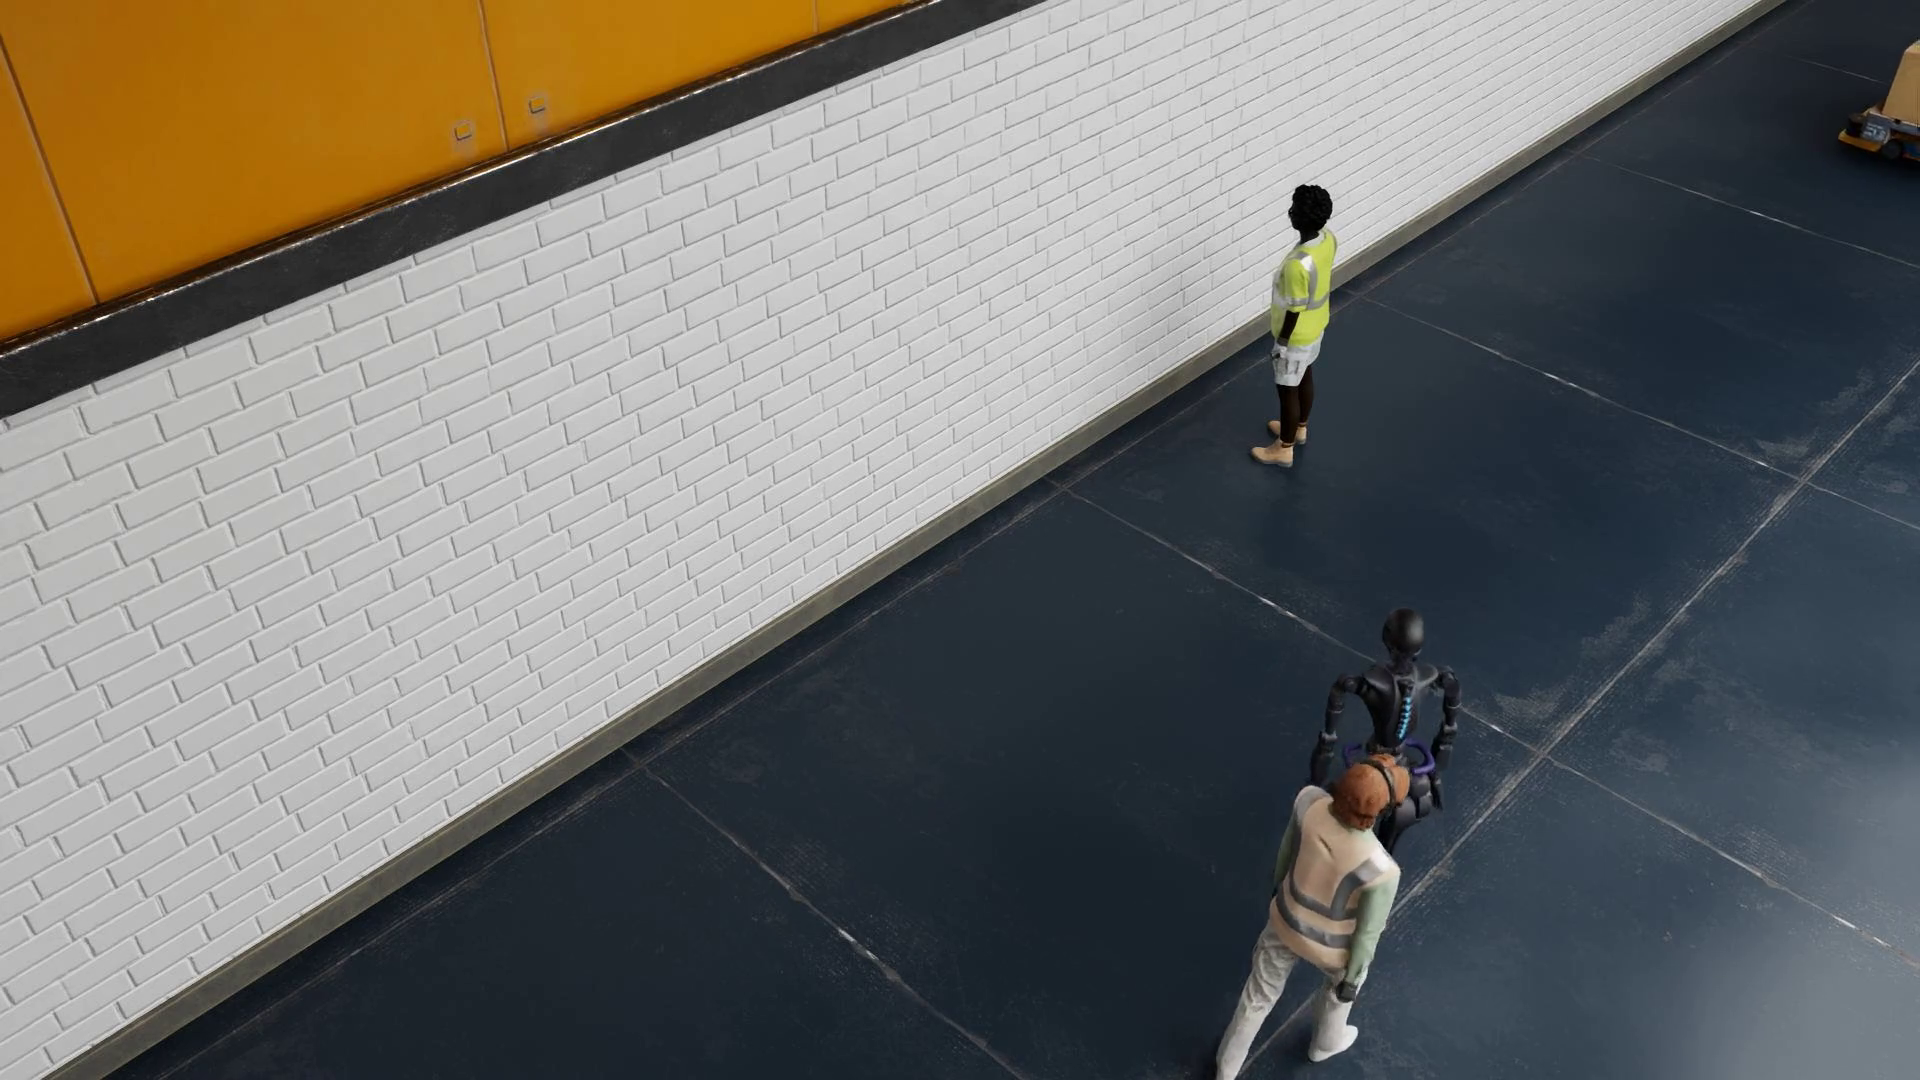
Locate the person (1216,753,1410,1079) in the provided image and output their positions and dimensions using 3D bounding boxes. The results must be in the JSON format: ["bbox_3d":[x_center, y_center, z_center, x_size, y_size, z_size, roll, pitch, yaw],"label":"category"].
[{"bbox_3d":[1.270,1.438,6.073,0.626,1.583,0.540,-26,45,-29],"label":"person"}]

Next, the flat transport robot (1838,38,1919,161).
[{"bbox_3d":[7.557,-3.010,12.683,1.431,0.231,0.659,30,47,32],"label":"flat transport robot"}]

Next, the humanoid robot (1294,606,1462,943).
[{"bbox_3d":[1.653,0.965,6.590,0.600,1.640,0.387,-3,39,-4],"label":"humanoid robot"}]

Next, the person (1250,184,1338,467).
[{"bbox_3d":[1.871,-1.186,9.258,0.317,1.694,0.539,20,43,23],"label":"person"}]
